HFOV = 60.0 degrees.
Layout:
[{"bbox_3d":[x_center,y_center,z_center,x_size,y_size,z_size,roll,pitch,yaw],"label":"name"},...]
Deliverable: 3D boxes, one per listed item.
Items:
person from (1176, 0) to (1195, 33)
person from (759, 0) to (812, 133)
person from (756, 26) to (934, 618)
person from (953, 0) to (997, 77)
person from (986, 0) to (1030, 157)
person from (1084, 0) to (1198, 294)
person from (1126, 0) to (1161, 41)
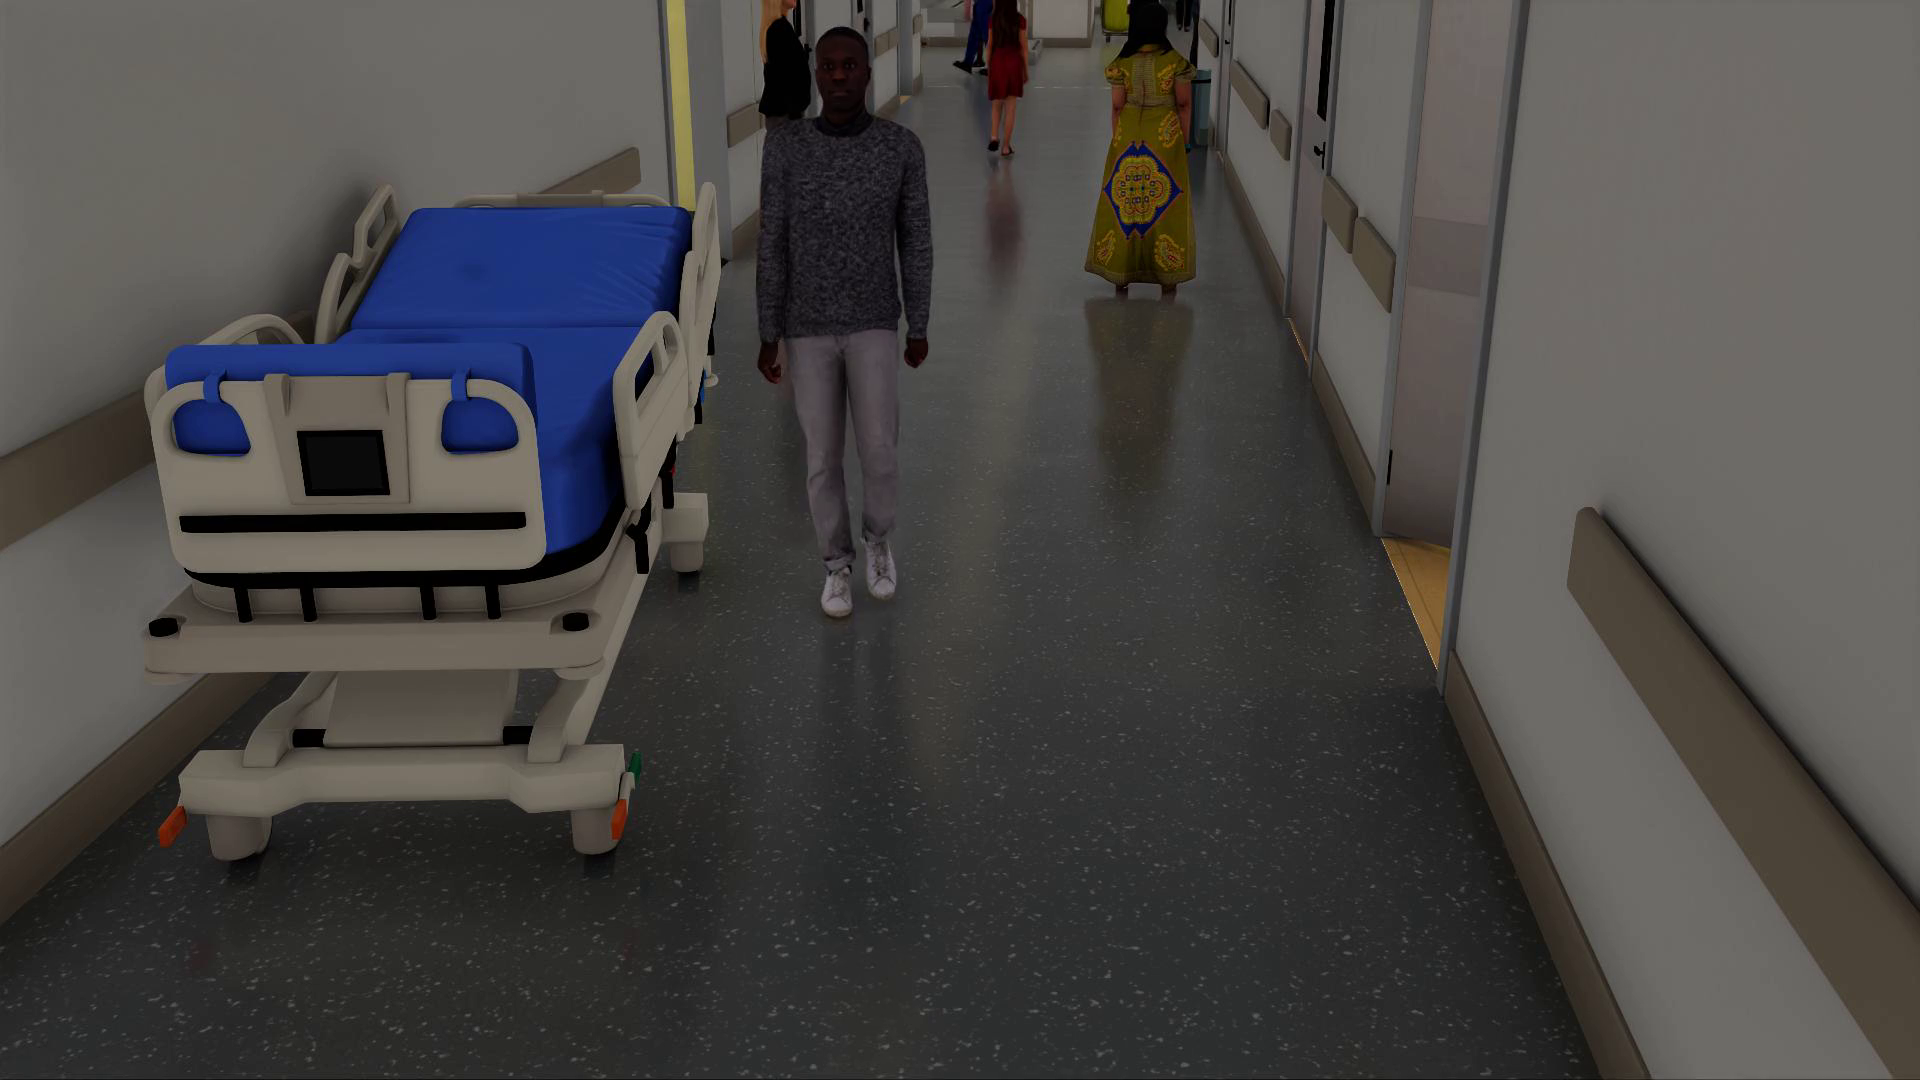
[{"bbox_3d":[4.194,-10.227,30.773,0.985,1.621,0.670,1,21,1],"label":"person"},{"bbox_3d":[-1.041,-2.413,9.830,0.681,1.842,0.694,-7,22,-18],"label":"person"},{"bbox_3d":[-0.363,-0.673,5.262,0.589,1.823,0.765,0,21,1],"label":"person"},{"bbox_3d":[0.387,-7.221,22.556,1.180,1.820,0.965,13,24,30],"label":"person"},{"bbox_3d":[0.413,-4.298,15.220,0.627,1.540,0.661,5,21,14],"label":"person"},{"bbox_3d":[1.108,-2.300,9.787,0.745,1.660,0.941,4,21,11],"label":"person"},{"bbox_3d":[2.569,-7.471,23.195,0.584,1.834,0.761,8,22,21],"label":"person"}]
